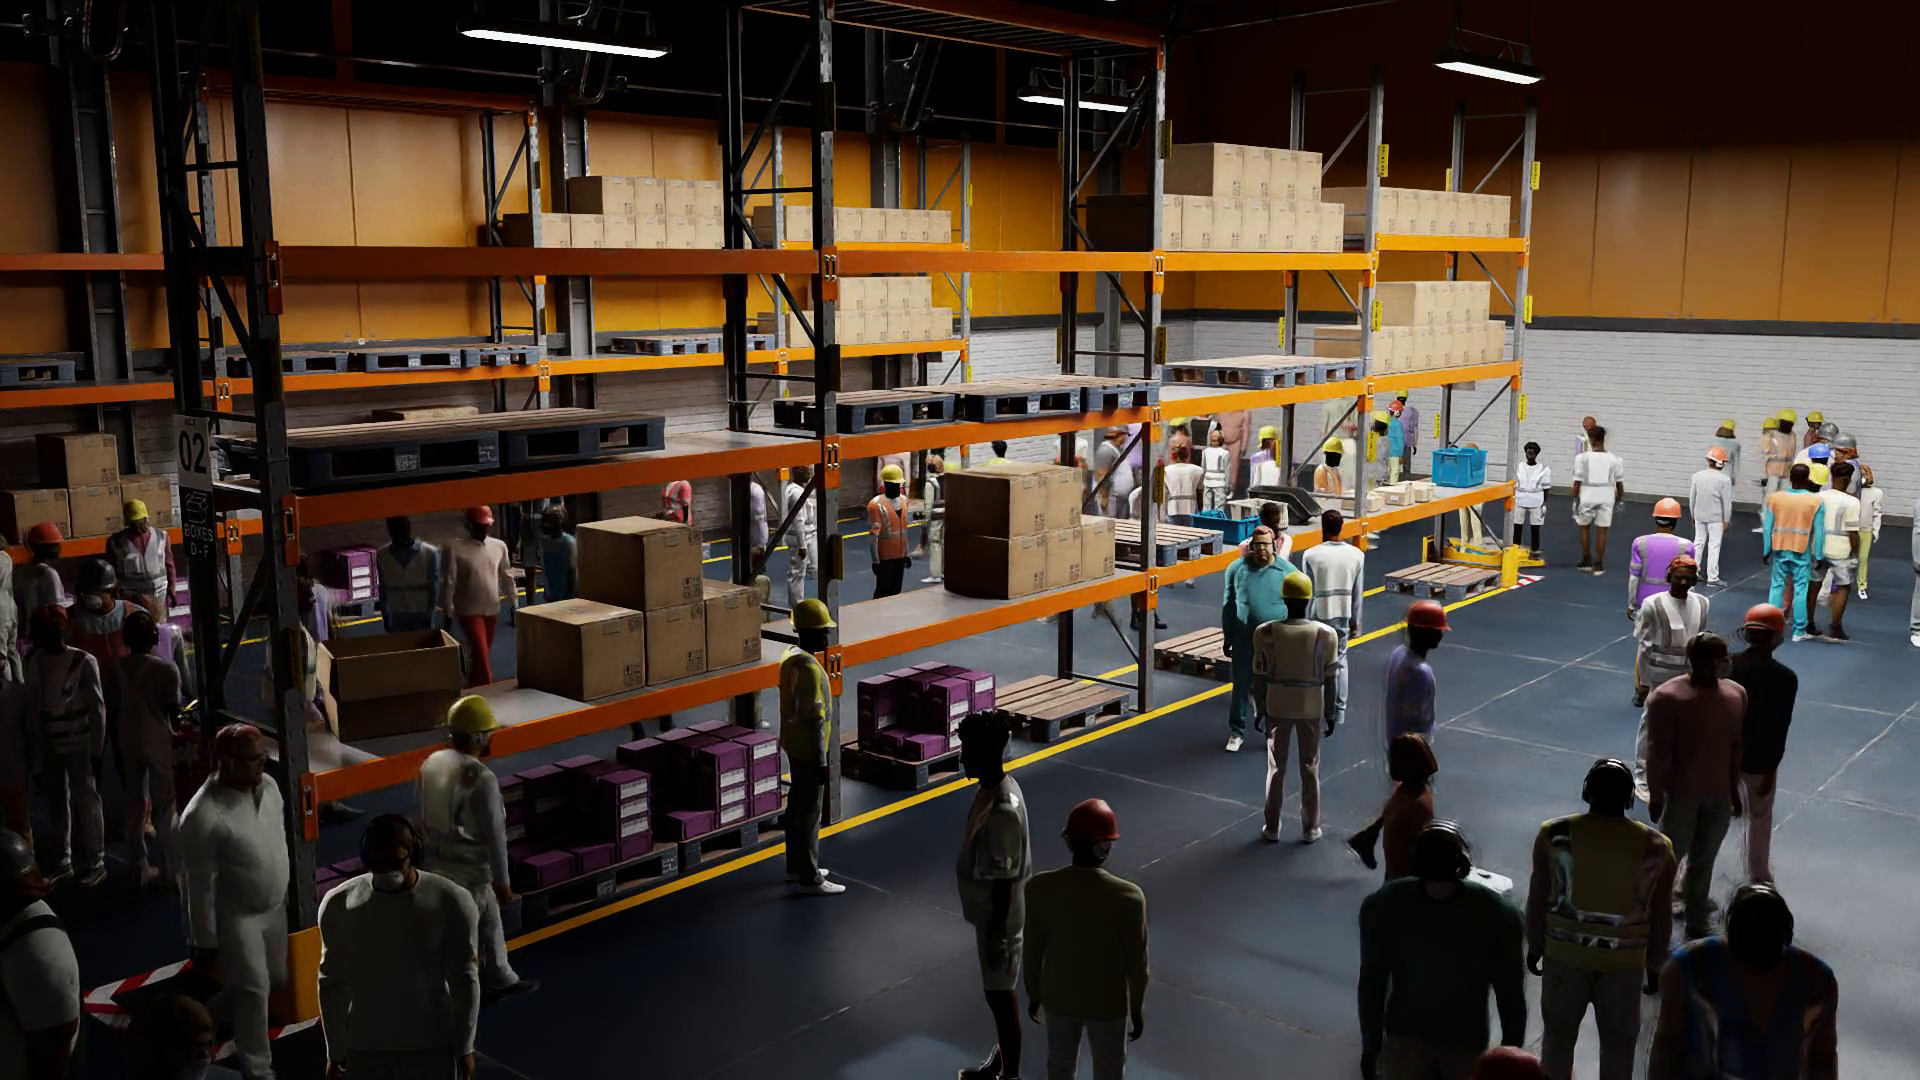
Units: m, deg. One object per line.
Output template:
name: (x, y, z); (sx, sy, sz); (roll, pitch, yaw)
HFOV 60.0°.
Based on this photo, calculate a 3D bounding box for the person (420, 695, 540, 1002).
person: (-2.667, 1.717, 8.810); (0.596, 1.791, 0.918); (9, 13, 44)

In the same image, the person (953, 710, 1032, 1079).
person: (0.155, 1.769, 7.976); (0.373, 1.957, 0.606); (-1, 10, -3)

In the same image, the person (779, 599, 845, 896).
person: (-0.968, 1.324, 10.720); (0.366, 1.926, 0.592); (-4, 10, -22)

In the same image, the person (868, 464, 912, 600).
person: (-0.726, 0.146, 17.748); (0.374, 1.925, 0.595); (7, 12, 37)

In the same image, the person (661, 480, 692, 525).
person: (-3.515, -0.214, 20.605); (0.319, 1.690, 0.530); (-8, 13, -41)

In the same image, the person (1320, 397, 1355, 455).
person: (6.612, -1.797, 29.181); (0.619, 1.986, 0.406); (-1, 10, -9)

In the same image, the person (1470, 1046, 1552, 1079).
person: (1.718, 2.370, 5.098); (0.597, 1.723, 0.378); (3, 10, 19)

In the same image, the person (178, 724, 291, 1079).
person: (-3.530, 1.796, 8.065); (0.709, 1.888, 0.645); (2, 10, 13)

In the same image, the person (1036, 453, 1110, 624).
person: (1.257, -0.018, 18.629); (0.744, 1.980, 0.631); (-3, 10, -18)

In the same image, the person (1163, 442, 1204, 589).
person: (2.744, -0.299, 20.686); (0.560, 1.836, 0.394); (0, 10, -1)

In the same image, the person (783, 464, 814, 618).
person: (-1.797, 0.019, 18.632); (0.356, 1.887, 0.572); (-2, 10, -12)

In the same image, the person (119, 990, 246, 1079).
person: (-2.460, 2.296, 5.010); (0.343, 1.906, 0.762); (8, 13, 40)

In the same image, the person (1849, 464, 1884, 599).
person: (10.849, -0.102, 20.111); (0.500, 1.633, 0.282); (5, 11, 26)

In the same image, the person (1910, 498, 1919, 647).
person: (10.375, 0.192, 17.554); (0.639, 1.904, 0.407); (-1, 10, -4)

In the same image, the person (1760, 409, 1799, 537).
person: (12.100, -1.002, 24.655); (0.610, 1.908, 0.528); (-2, 10, -14)

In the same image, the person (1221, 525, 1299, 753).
person: (2.482, 0.824, 13.766); (0.639, 1.908, 0.409); (2, 10, 10)

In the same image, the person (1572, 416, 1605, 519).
person: (9.913, -1.130, 26.240); (0.515, 1.636, 0.314); (-2, 10, -14)

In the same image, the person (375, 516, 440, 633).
person: (-4.894, 0.680, 14.740); (0.582, 1.858, 0.990); (-1, 10, -5)

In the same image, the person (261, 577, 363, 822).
person: (-4.660, 1.160, 11.990); (0.736, 1.819, 0.606); (-6, 11, -34)

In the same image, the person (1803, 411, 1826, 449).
person: (13.174, -1.113, 25.749); (0.314, 1.768, 0.527); (6, 11, 31)

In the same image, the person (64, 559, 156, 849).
person: (-5.929, 1.123, 11.580); (0.687, 2.000, 0.535); (-6, 11, -33)

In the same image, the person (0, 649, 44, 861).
person: (-6.050, 1.465, 10.421); (0.563, 1.742, 0.339); (-4, 10, -25)

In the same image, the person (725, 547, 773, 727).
person: (-1.842, 0.862, 14.438); (0.302, 1.619, 0.551); (8, 12, 38)

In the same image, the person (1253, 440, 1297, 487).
person: (4.009, -0.356, 21.053); (0.609, 1.826, 0.999); (8, 13, 41)

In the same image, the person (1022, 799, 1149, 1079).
person: (0.557, 1.989, 7.293); (0.565, 1.742, 0.347); (4, 10, 20)

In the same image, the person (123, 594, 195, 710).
person: (-6.092, 1.183, 12.484); (0.694, 1.605, 0.532); (7, 12, 38)

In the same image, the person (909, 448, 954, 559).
person: (-0.340, -0.538, 22.638); (0.535, 1.655, 0.792); (9, 13, 42)

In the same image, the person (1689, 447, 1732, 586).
person: (9.460, -0.297, 20.920); (0.342, 1.747, 0.572); (-5, 11, -27)

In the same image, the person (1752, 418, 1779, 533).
person: (12.150, -0.972, 25.008); (0.320, 1.738, 0.486); (9, 13, 43)

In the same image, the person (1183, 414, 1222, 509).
person: (3.704, -1.186, 25.407); (0.611, 2.032, 0.411); (5, 11, 25)

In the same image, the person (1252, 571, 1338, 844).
person: (2.333, 1.172, 11.620); (0.587, 1.930, 0.360); (2, 10, 11)

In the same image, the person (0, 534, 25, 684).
person: (-8.759, 0.686, 15.114); (0.324, 1.732, 0.493); (-1, 10, -8)

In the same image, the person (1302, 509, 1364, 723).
person: (3.249, 0.684, 14.609); (0.599, 1.909, 0.401); (-3, 10, -18)

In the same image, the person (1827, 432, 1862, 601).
person: (10.515, -0.290, 20.015); (0.538, 2.000, 0.683); (5, 11, 25)

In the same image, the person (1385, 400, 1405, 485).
person: (7.272, -1.463, 27.872); (0.324, 1.752, 0.561); (-3, 10, -19)

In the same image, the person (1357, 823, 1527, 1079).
person: (1.933, 2.003, 6.719); (0.656, 1.914, 0.630); (4, 10, 21)

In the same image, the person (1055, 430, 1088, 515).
person: (1.644, -0.874, 24.169); (0.536, 1.812, 0.773); (4, 10, 22)

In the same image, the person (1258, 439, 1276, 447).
person: (4.174, -0.550, 22.421); (0.343, 1.760, 0.535); (1, 10, 6)
